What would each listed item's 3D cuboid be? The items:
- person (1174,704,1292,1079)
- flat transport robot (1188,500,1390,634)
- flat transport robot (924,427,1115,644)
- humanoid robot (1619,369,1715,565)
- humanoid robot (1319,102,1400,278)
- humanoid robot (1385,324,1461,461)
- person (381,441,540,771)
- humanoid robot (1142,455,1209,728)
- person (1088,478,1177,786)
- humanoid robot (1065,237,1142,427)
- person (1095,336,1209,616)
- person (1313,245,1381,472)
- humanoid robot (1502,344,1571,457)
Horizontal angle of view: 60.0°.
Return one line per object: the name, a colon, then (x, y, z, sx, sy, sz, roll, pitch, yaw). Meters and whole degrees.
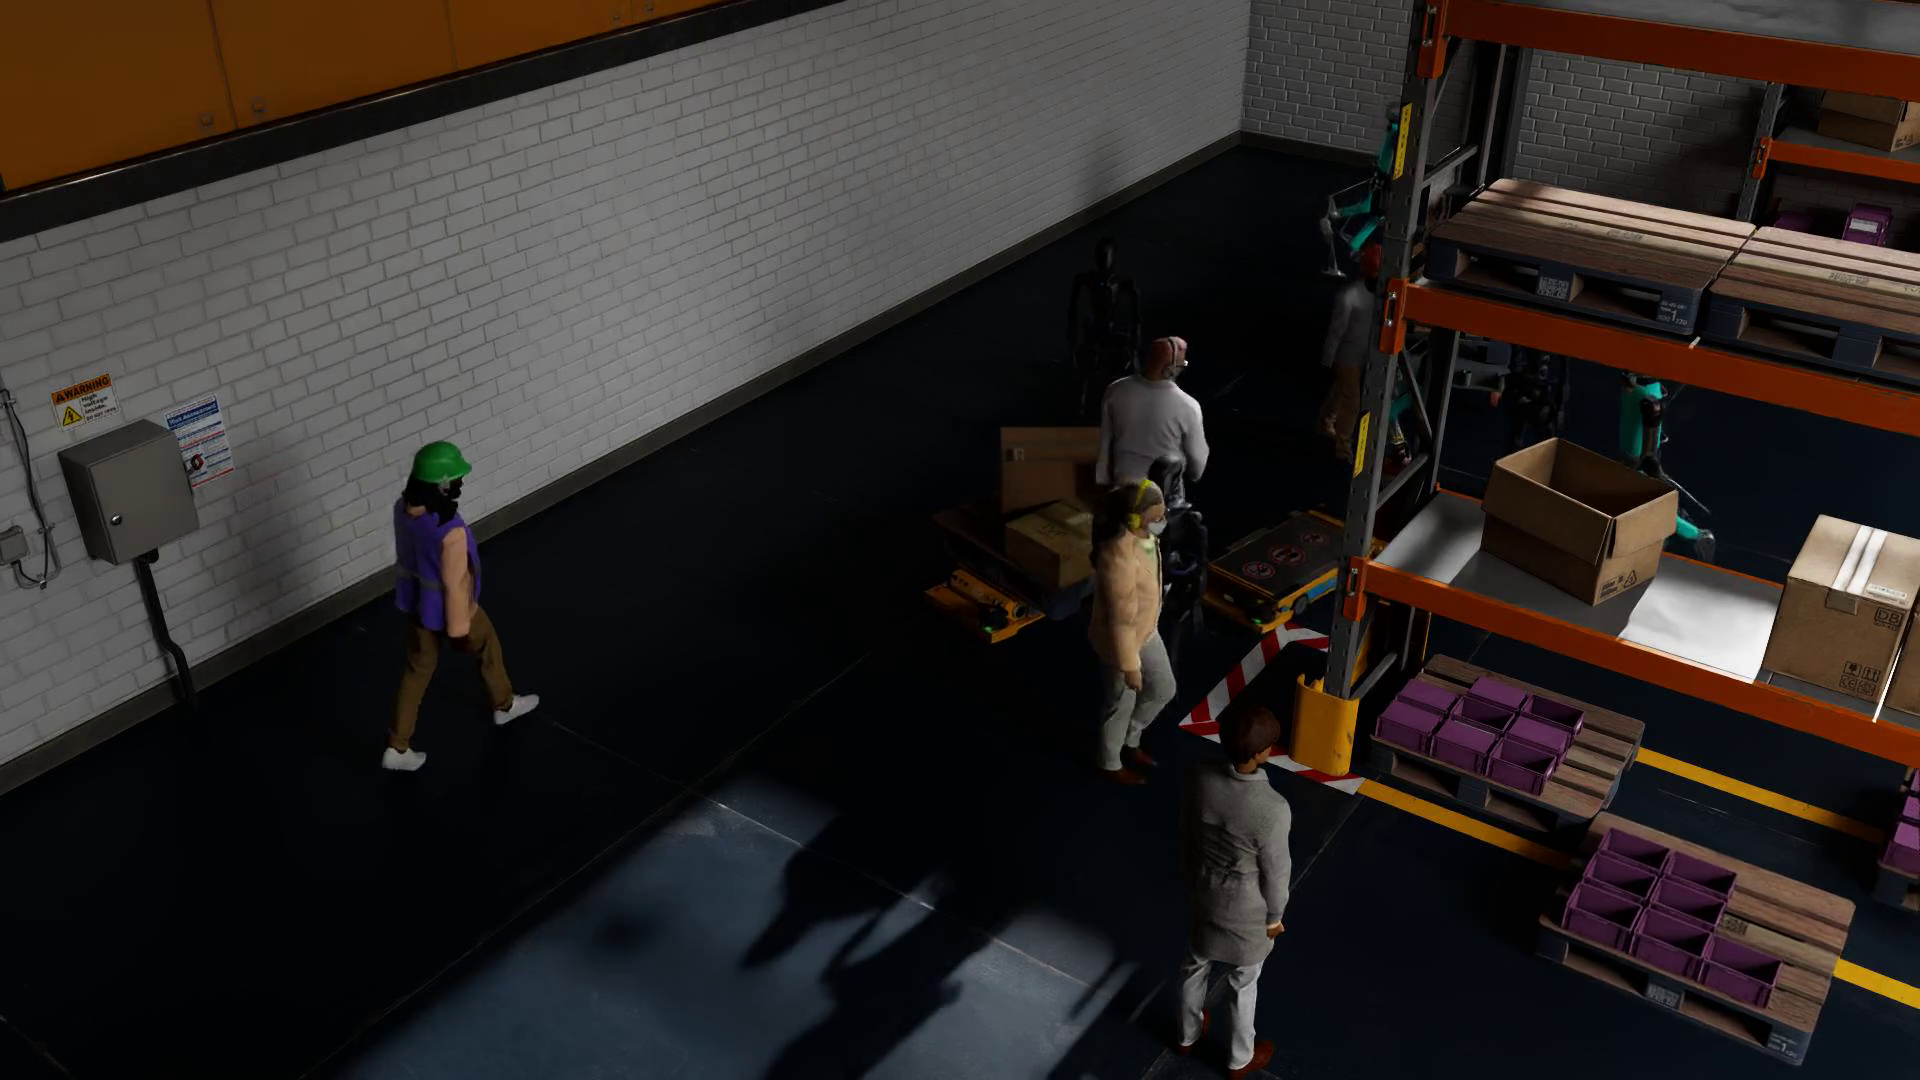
person: (1.135, 1.473, 6.926, 0.501, 1.828, 0.368, 22, 37, 33)
flat transport robot: (2.147, 0.158, 10.765, 1.431, 0.231, 0.659, -25, 38, -36)
flat transport robot: (0.527, 0.214, 10.668, 1.431, 0.231, 0.659, -23, 37, -34)
humanoid robot: (4.419, -0.329, 10.169, 1.002, 1.753, 0.560, 1, 30, 2)
humanoid robot: (3.598, -3.048, 14.879, 1.033, 1.743, 0.552, 4, 30, 6)
humanoid robot: (3.192, -1.244, 11.707, 0.683, 1.768, 0.534, 11, 32, 18)
person: (-2.778, 0.342, 8.834, 0.523, 1.874, 0.997, 18, 34, 28)
humanoid robot: (1.137, 0.243, 9.216, 0.589, 1.640, 0.469, 19, 35, 30)
person: (0.897, 0.506, 8.576, 0.482, 1.855, 0.601, 14, 33, 22)
humanoid robot: (1.037, -1.364, 11.992, 0.600, 1.656, 0.388, 11, 32, 18)
person: (1.181, -0.372, 10.085, 0.664, 1.868, 0.499, 20, 36, 31)
person: (2.809, -1.368, 11.982, 0.575, 1.705, 0.629, -25, 38, -37)
humanoid robot: (3.965, -1.019, 11.400, 0.431, 1.652, 0.591, -12, 32, -20)
